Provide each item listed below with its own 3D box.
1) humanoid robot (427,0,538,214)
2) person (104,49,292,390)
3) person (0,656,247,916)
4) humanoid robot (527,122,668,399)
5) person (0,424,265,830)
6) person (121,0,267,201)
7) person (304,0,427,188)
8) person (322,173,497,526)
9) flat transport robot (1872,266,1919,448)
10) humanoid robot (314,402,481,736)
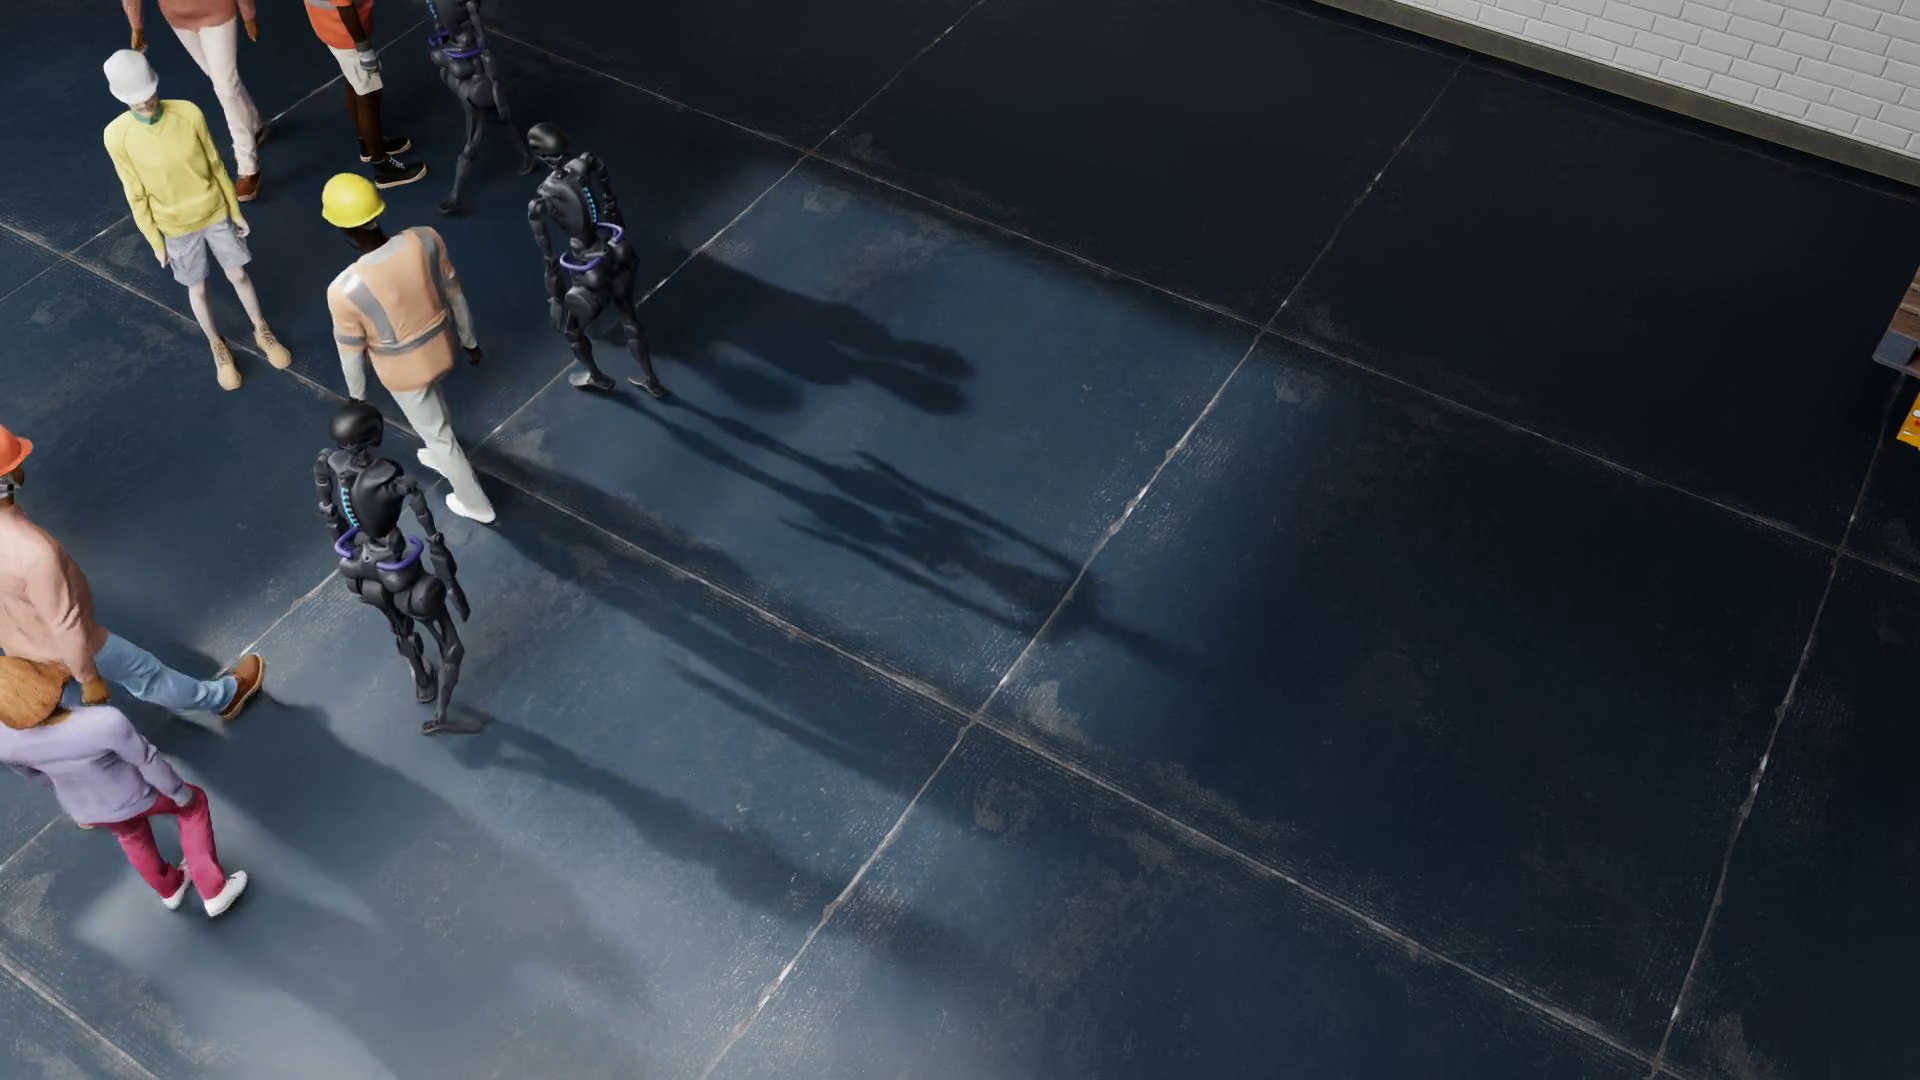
[{"bbox_3d":[-2.727,-2.608,9.202,0.823,1.615,0.619,-34,57,-26],"label":"humanoid robot"},{"bbox_3d":[-3.740,-1.560,8.104,0.485,1.889,0.394,-29,55,-23],"label":"person"},{"bbox_3d":[-3.099,0.910,6.121,0.529,1.612,0.343,-2,49,-2],"label":"person"},{"bbox_3d":[-1.782,-1.320,8.038,0.519,1.634,0.608,23,53,19],"label":"humanoid robot"},{"bbox_3d":[-3.408,0.266,6.471,0.625,1.937,1.034,23,53,19],"label":"person"},{"bbox_3d":[-4.263,-2.820,9.165,0.639,1.955,0.892,6,49,6],"label":"person"},{"bbox_3d":[-3.388,-2.860,9.196,0.370,1.958,0.603,-24,53,-19],"label":"person"},{"bbox_3d":[-2.525,-0.850,7.474,0.771,1.895,0.604,27,54,22],"label":"person"},{"bbox_3d":[5.383,-0.853,8.561,0.659,0.231,1.431,28,55,23],"label":"flat transport robot"},{"bbox_3d":[-2.319,0.151,6.754,0.611,1.644,0.484,17,51,14],"label":"humanoid robot"}]
